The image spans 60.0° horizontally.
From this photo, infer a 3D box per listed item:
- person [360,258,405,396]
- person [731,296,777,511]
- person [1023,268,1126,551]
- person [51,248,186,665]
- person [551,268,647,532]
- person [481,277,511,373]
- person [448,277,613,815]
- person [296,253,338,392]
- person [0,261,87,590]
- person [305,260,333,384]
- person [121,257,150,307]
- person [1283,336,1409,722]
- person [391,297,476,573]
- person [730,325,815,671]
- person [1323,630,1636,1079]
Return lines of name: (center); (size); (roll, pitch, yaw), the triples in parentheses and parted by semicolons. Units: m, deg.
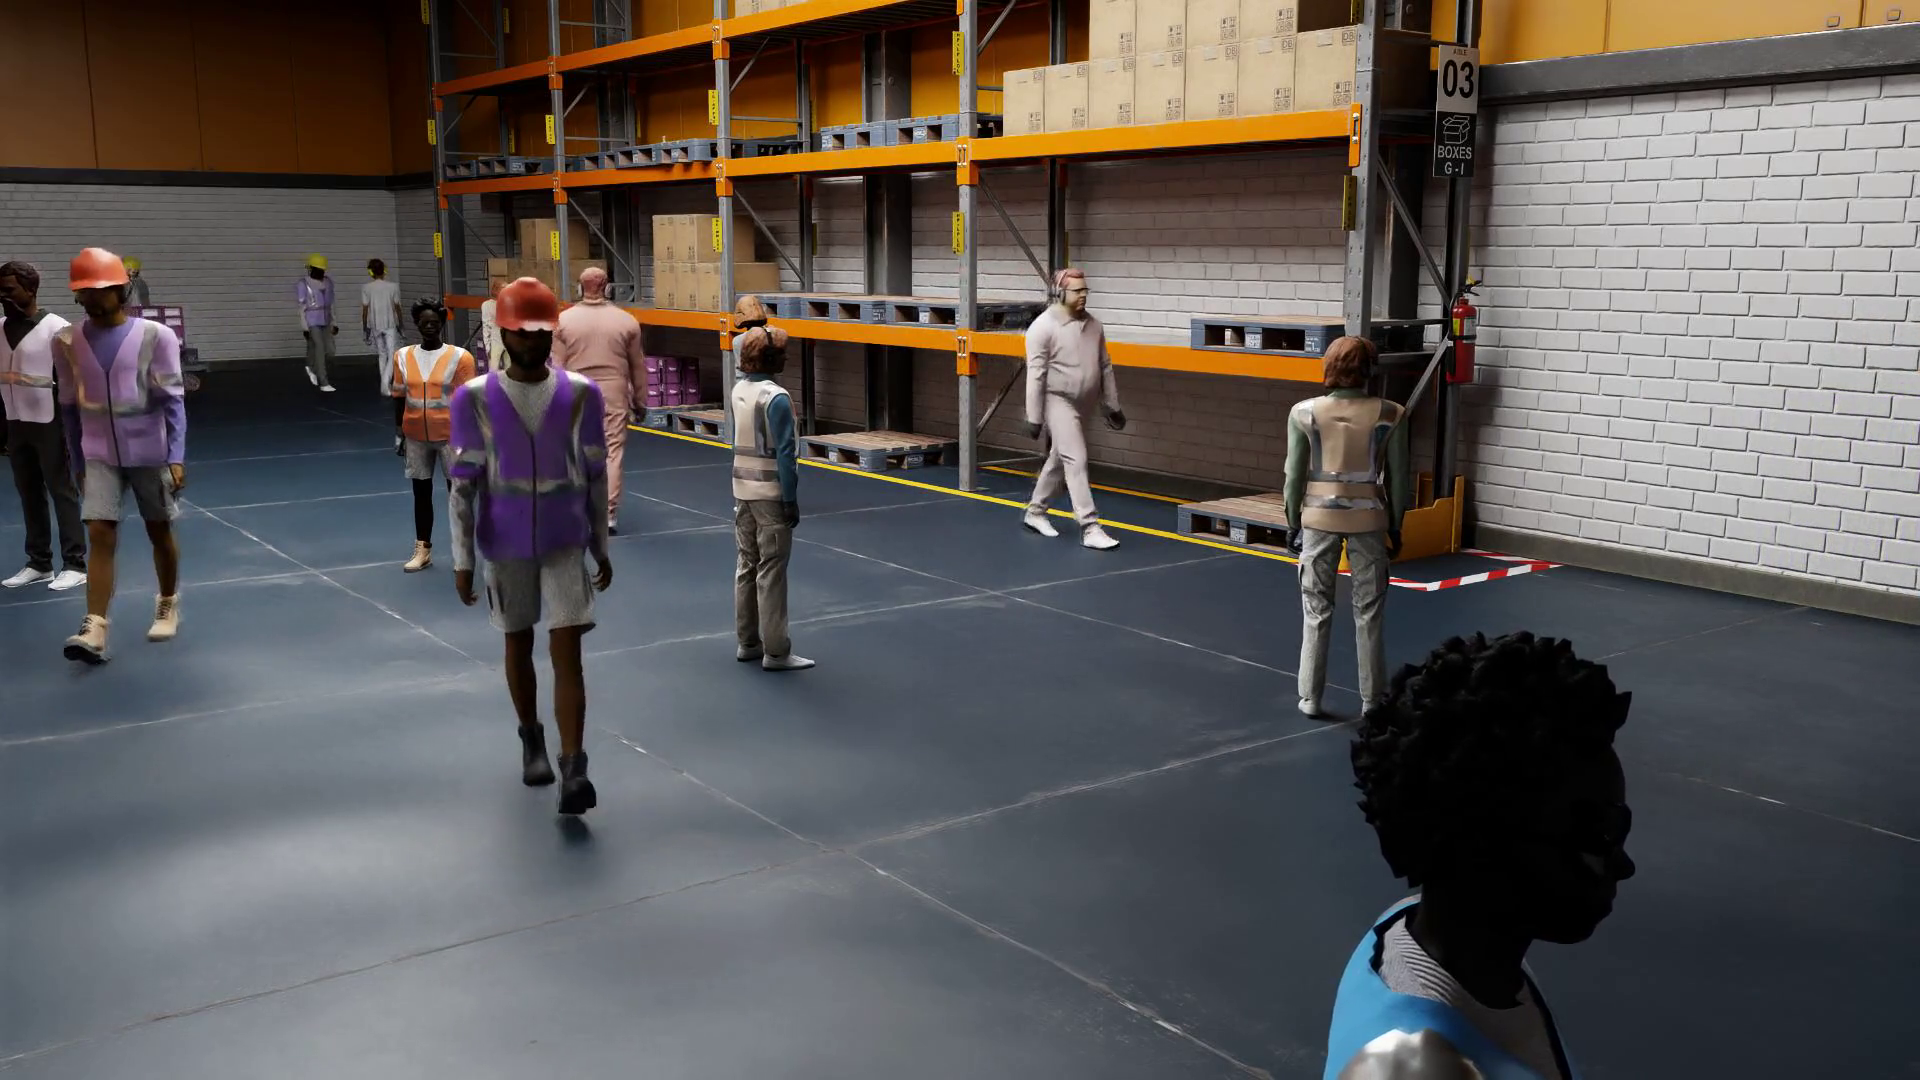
person: (-7.575, -2.776, 21.843); (0.524, 1.834, 0.765); (-2, 10, -11)
person: (-1.554, -1.023, 12.559); (0.284, 1.631, 0.502); (6, 12, 29)
person: (0.740, -0.892, 11.212); (0.989, 1.864, 0.649); (10, 14, 44)
person: (-4.095, -0.411, 8.117); (0.636, 1.986, 1.030); (-1, 10, -8)
person: (-2.563, -1.001, 11.838); (0.655, 1.853, 1.019); (-2, 10, -12)
person: (-5.395, -2.279, 19.619); (0.496, 1.629, 0.277); (-10, 14, -43)
person: (-1.512, 0.032, 5.916); (0.571, 1.892, 0.948); (-3, 11, -17)
person: (-8.781, -2.961, 22.691); (0.652, 1.885, 0.647); (5, 11, 28)
person: (-5.406, -0.666, 9.762); (0.600, 1.917, 0.377); (3, 11, 17)
person: (-9.334, -3.185, 24.123); (0.404, 1.829, 0.591); (-1, 10, -8)
person: (-11.461, -3.008, 23.105); (0.404, 1.835, 0.600); (-2, 10, -13)
person: (1.625, -0.040, 7.044); (0.514, 1.636, 0.315); (3, 11, 16)
person: (-3.227, -0.639, 10.228); (0.540, 1.697, 0.316); (1, 10, 3)
person: (-0.923, -0.197, 7.914); (0.307, 1.640, 0.518); (-7, 12, -35)
person: (0.443, 0.912, 1.545); (0.316, 1.695, 0.541); (3, 11, 16)
